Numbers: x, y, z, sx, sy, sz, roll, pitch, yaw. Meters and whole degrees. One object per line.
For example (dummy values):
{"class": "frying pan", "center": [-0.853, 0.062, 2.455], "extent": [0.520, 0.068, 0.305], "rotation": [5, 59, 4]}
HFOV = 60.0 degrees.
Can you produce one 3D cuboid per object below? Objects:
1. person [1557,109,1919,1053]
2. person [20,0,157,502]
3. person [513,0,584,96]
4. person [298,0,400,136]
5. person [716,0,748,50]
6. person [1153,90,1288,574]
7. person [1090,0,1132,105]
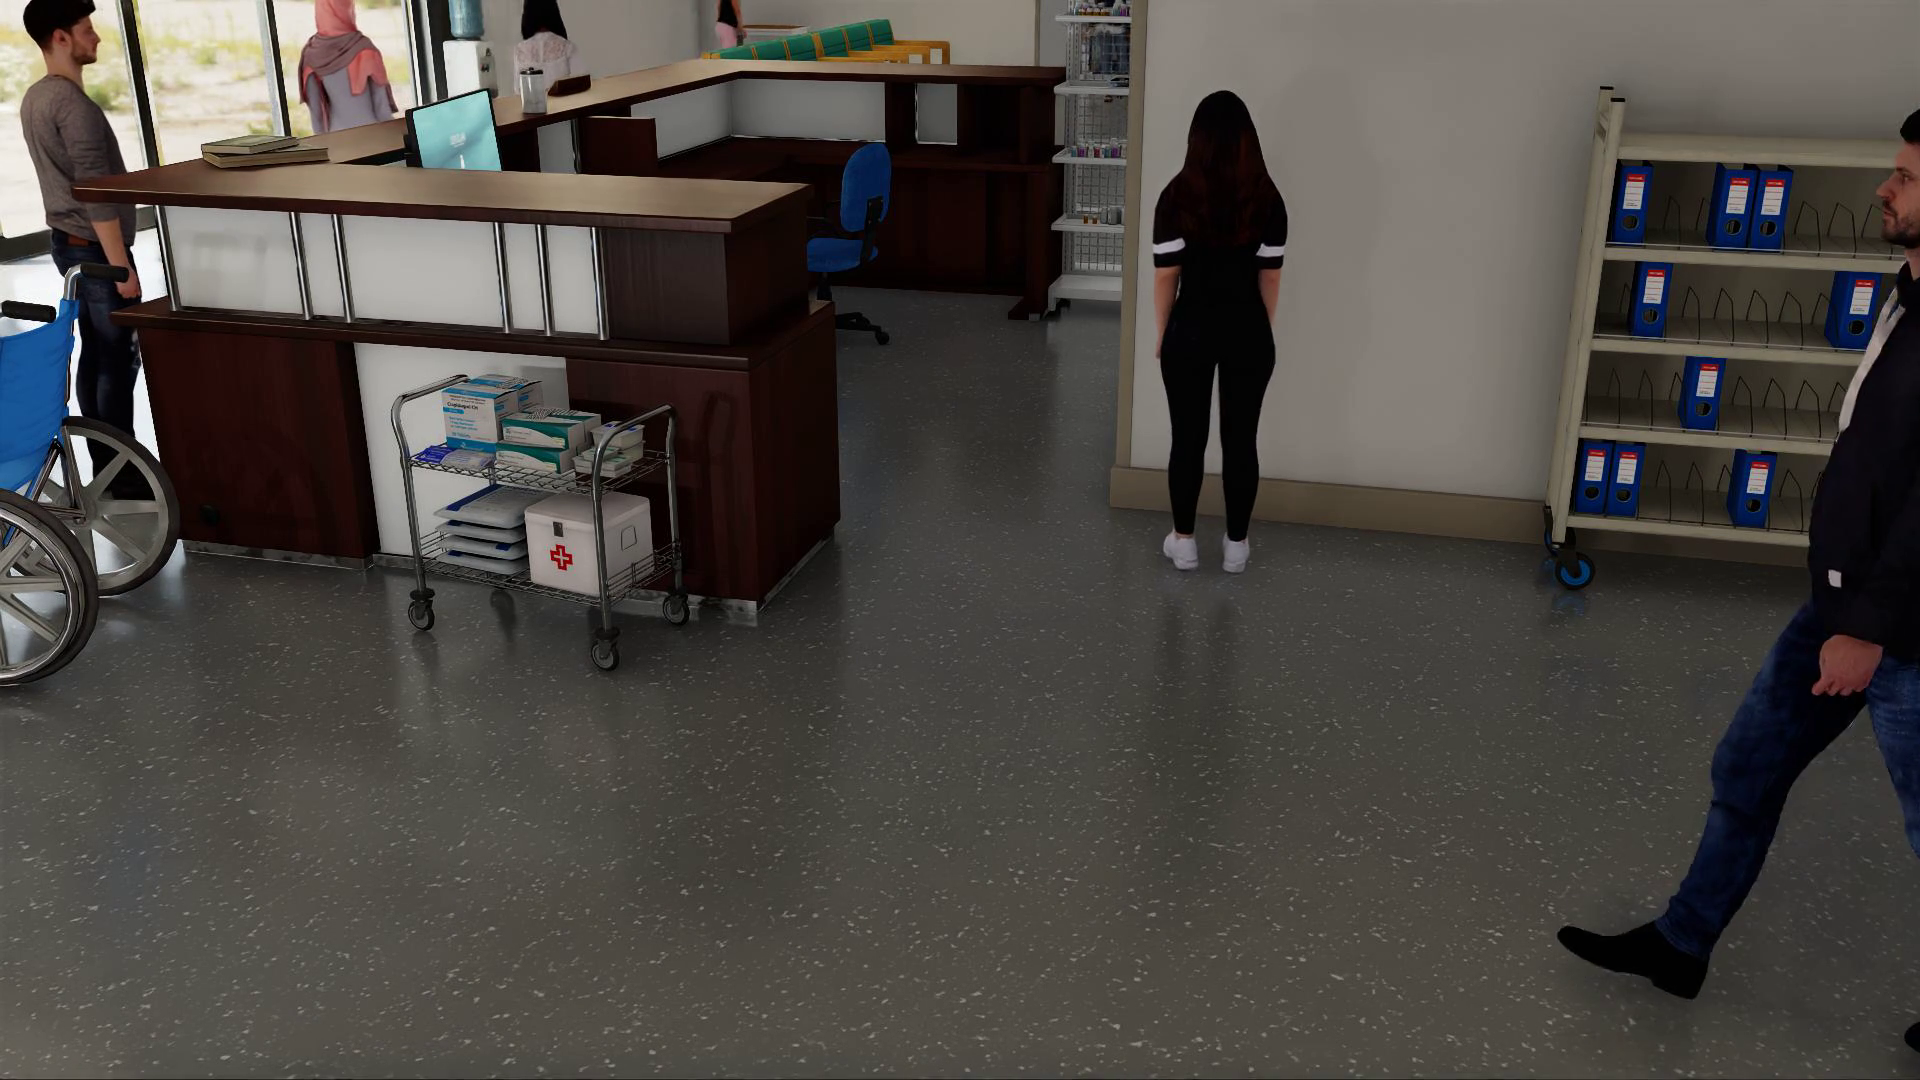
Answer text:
{"class": "person", "center": [1.853, 0.178, 3.081], "extent": [1.178, 1.846, 0.719], "rotation": [5, 21, 12]}
{"class": "person", "center": [-3.316, -1.094, 6.360], "extent": [0.837, 1.903, 0.719], "rotation": [-17, 27, -37]}
{"class": "person", "center": [-2.471, -2.398, 10.057], "extent": [0.893, 1.721, 0.798], "rotation": [2, 21, 4]}
{"class": "person", "center": [-3.353, -2.143, 9.270], "extent": [0.563, 1.803, 0.718], "rotation": [2, 21, 5]}
{"class": "person", "center": [-2.909, -6.262, 20.528], "extent": [0.692, 1.532, 0.762], "rotation": [18, 27, 40]}
{"class": "person", "center": [0.868, -0.693, 5.676], "extent": [0.576, 1.635, 0.702], "rotation": [2, 21, 5]}
{"class": "person", "center": [1.774, -6.067, 19.647], "extent": [0.920, 1.790, 0.766], "rotation": [4, 21, 10]}
